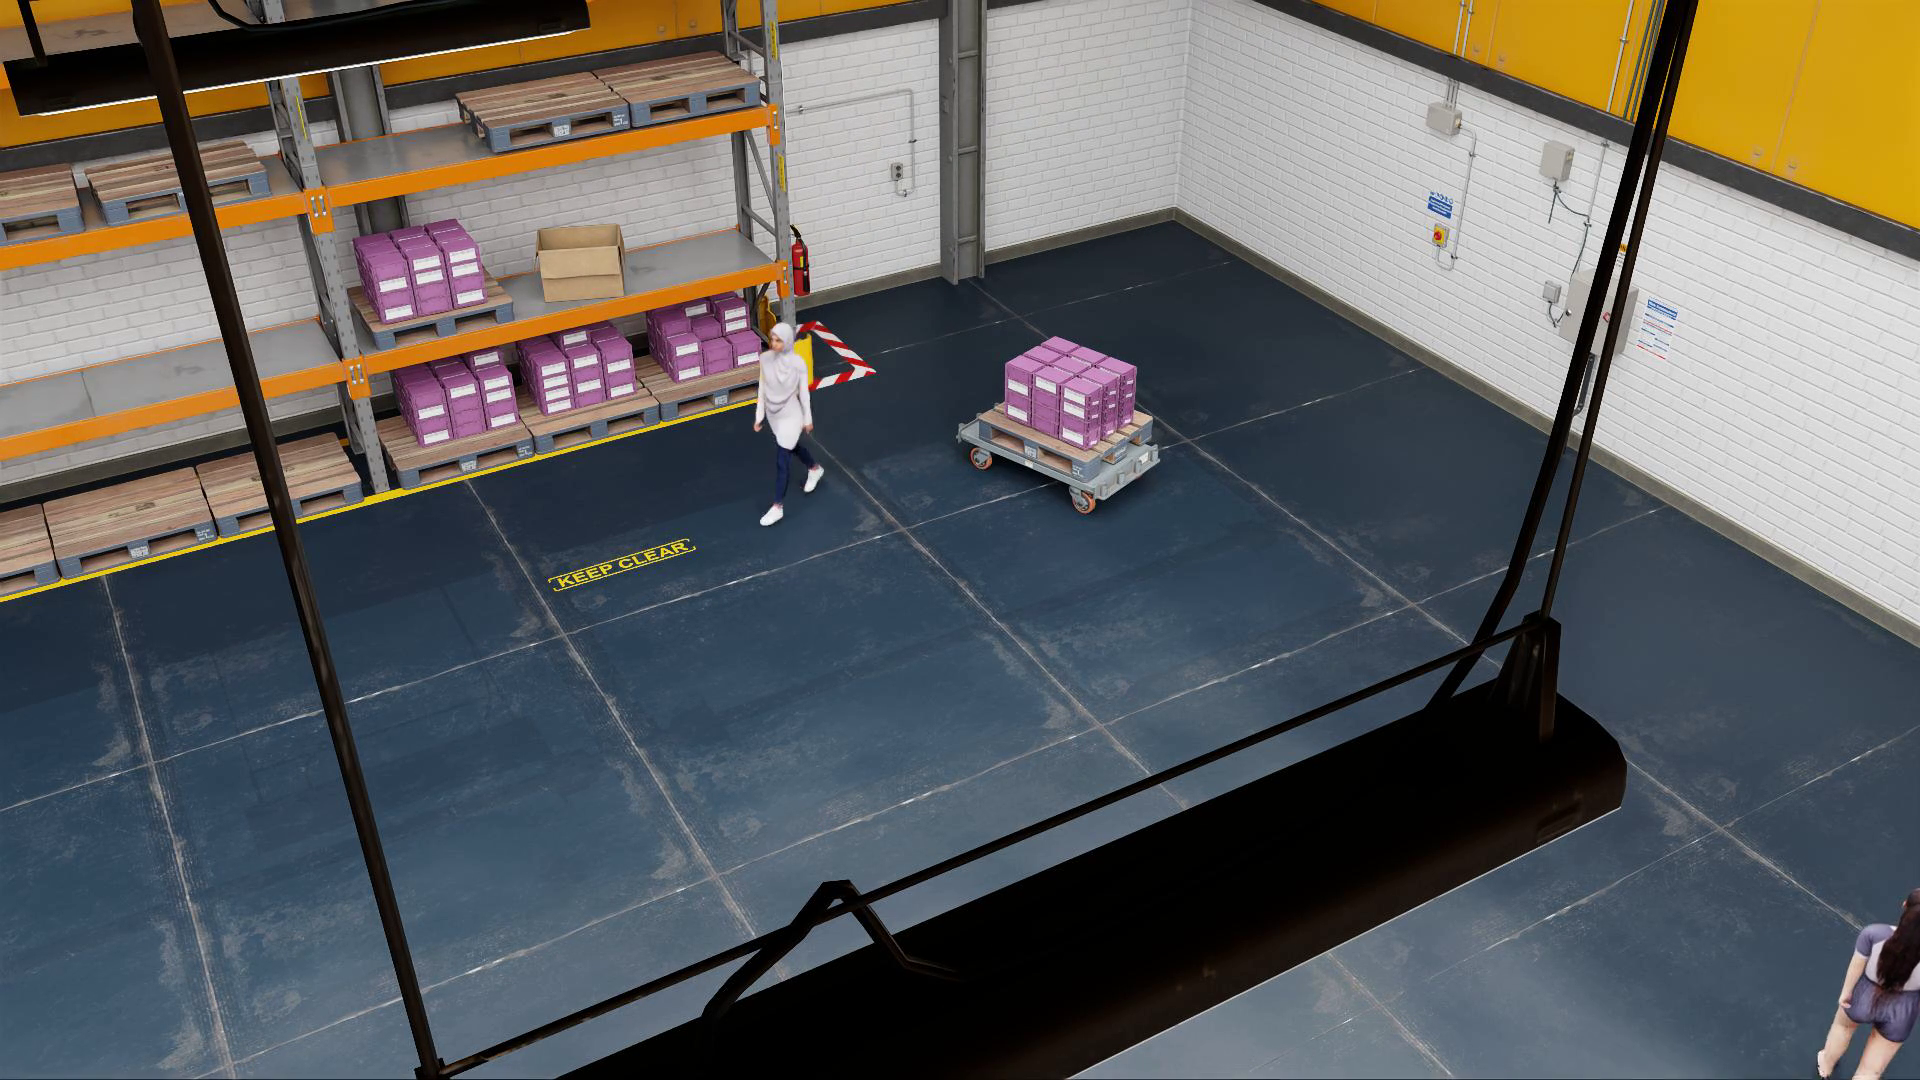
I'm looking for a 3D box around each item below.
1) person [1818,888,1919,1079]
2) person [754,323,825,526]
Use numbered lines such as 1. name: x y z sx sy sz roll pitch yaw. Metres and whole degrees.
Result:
1. person: 4.861 2.518 8.776 0.784 1.631 0.892 21 39 29
2. person: -1.422 -1.057 14.055 0.948 1.739 1.219 20 39 27
